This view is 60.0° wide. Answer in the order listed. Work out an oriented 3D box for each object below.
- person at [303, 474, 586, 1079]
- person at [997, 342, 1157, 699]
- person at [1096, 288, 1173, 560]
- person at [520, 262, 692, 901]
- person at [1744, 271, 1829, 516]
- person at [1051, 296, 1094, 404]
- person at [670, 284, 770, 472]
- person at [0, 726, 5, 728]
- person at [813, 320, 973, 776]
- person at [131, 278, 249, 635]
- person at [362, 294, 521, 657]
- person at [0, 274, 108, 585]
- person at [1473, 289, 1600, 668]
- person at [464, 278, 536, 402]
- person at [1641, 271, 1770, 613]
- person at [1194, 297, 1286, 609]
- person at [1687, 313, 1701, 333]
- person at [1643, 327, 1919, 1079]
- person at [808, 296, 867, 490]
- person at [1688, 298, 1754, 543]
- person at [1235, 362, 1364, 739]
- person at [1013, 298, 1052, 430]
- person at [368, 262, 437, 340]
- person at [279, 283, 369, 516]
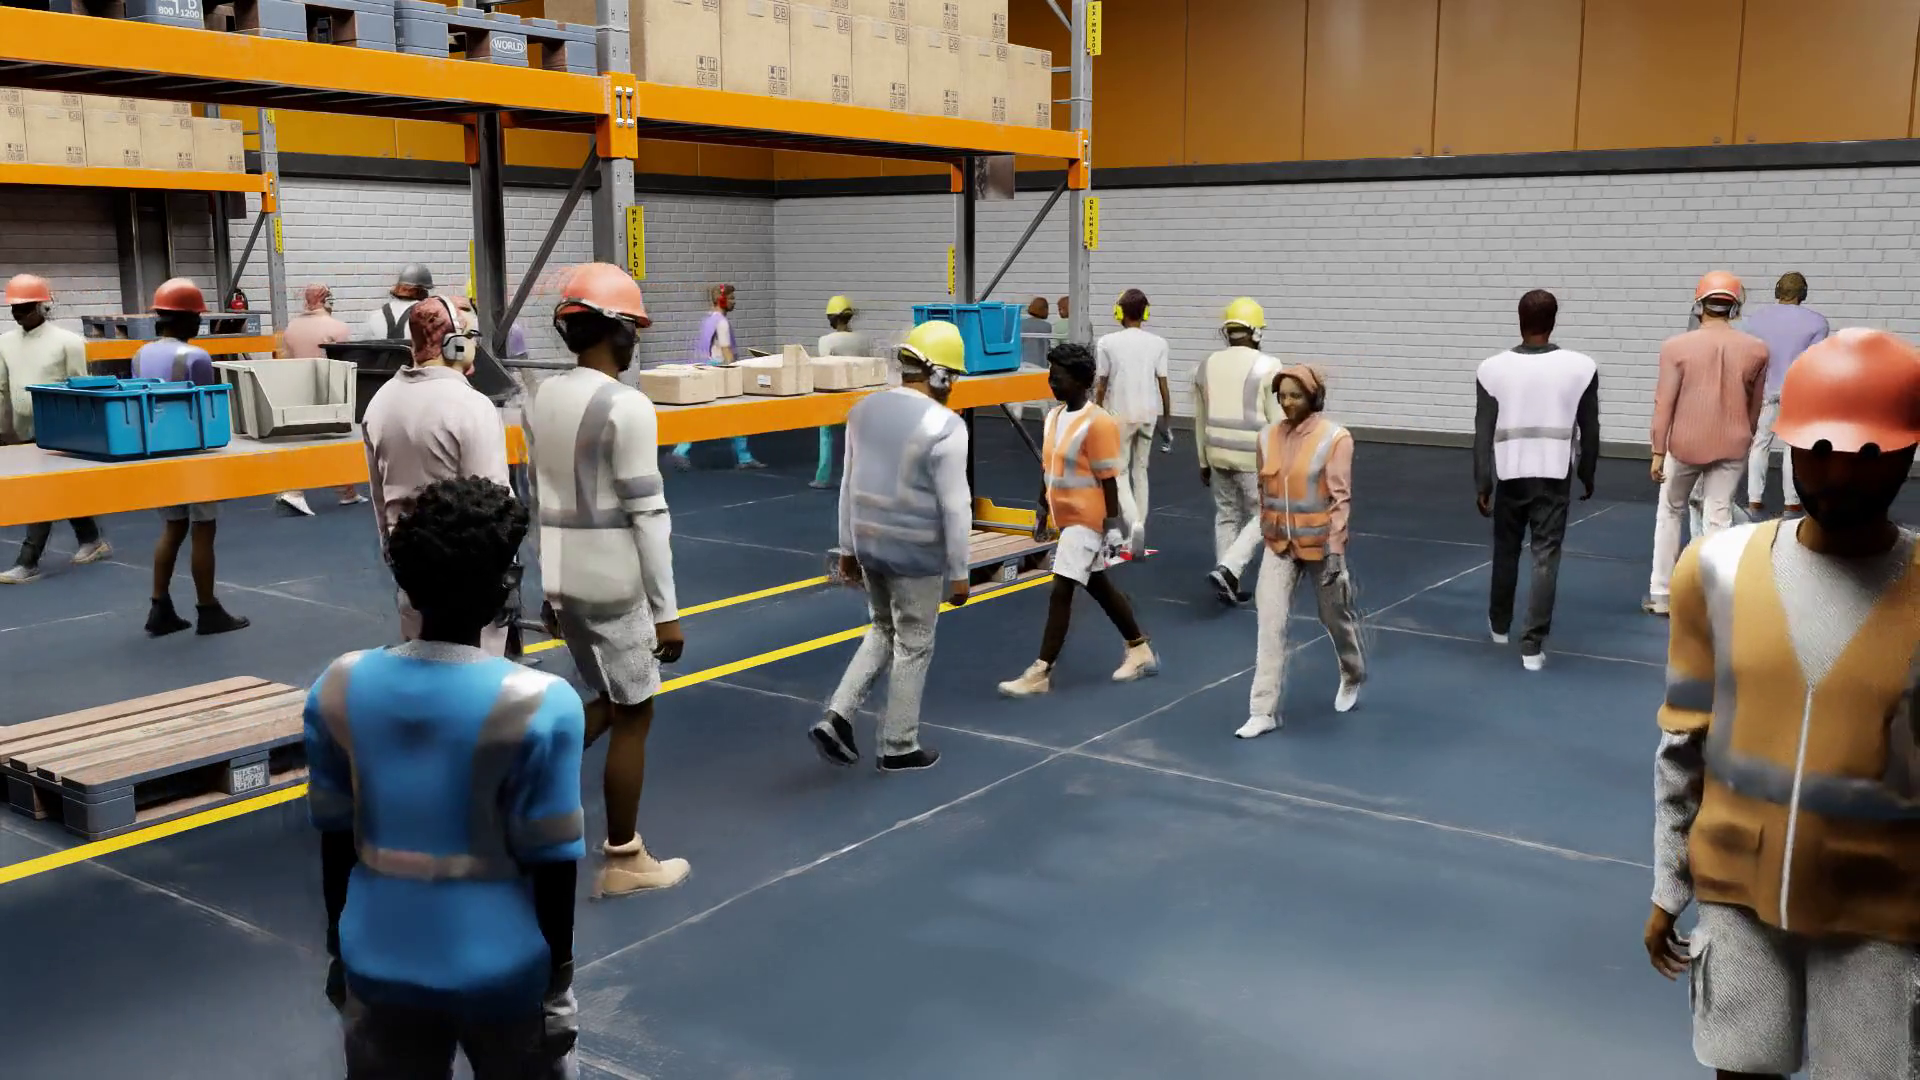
[{"bbox_3d":[-0.883,0.734,2.767,0.532,1.675,0.679,3,10,16],"label":"person"},{"bbox_3d":[0.594,-0.101,7.806,0.857,1.652,0.564,-4,10,-22],"label":"person"},{"bbox_3d":[1.192,-0.784,11.308,0.538,1.841,0.718,-2,10,-10],"label":"person"},{"bbox_3d":[-1.156,0.155,5.188,0.567,2.018,0.637,-8,13,-41],"label":"person"},{"bbox_3d":[6.550,-1.160,13.252,0.635,1.937,0.352,8,12,38],"label":"person"},{"bbox_3d":[1.331,-2.070,19.657,0.529,1.606,0.335,-3,10,-15],"label":"person"},{"bbox_3d":[-2.341,-1.553,15.993,0.918,1.817,0.576,-2,10,-12],"label":"person"},{"bbox_3d":[-4.317,0.031,7.053,0.311,1.639,0.513,-9,13,-42],"label":"person"},{"bbox_3d":[-0.219,0.053,6.450,0.534,1.800,0.623,-9,13,-44],"label":"person"},{"bbox_3d":[-4.177,-0.440,8.992,0.555,1.939,0.395,5,11,26],"label":"person"},{"bbox_3d":[-1.763,0.103,5.824,0.641,1.908,0.407,6,11,33],"label":"person"},{"bbox_3d":[-5.925,-0.739,10.749,0.642,1.944,1.039,2,10,12],"label":"person"},{"bbox_3d":[2.937,-0.332,8.514,0.600,1.877,0.868,4,10,21],"label":"person"},{"bbox_3d":[-3.638,-1.101,13.015,0.679,1.898,0.533,1,10,4],"label":"person"},{"bbox_3d":[4.161,-0.513,9.324,0.620,1.960,0.732,2,10,10],"label":"person"},{"bbox_3d":[1.585,-0.476,9.541,0.494,1.812,0.611,-9,13,-44],"label":"person"},{"bbox_3d":[6.985,-1.520,15.615,0.328,1.867,0.514,1,10,5],"label":"person"},{"bbox_3d":[1.482,0.595,2.865,0.548,1.923,0.532,8,13,41],"label":"person"},{"bbox_3d":[-0.994,-1.260,14.487,0.536,1.725,0.889,-8,12,-39],"label":"person"},{"bbox_3d":[4.778,-0.673,10.408,0.567,1.919,0.642,3,10,19],"label":"person"},{"bbox_3d":[1.524,0.022,7.224,0.515,1.601,0.855,9,13,42],"label":"person"},{"bbox_3d":[0.898,-2.116,19.982,0.506,1.586,0.833,6,11,32],"label":"person"},{"bbox_3d":[-4.409,-1.230,13.364,0.742,2.000,0.626,3,10,16],"label":"person"},{"bbox_3d":[-5.191,-1.130,13.447,0.653,1.868,1.037,5,11,27],"label":"person"}]
